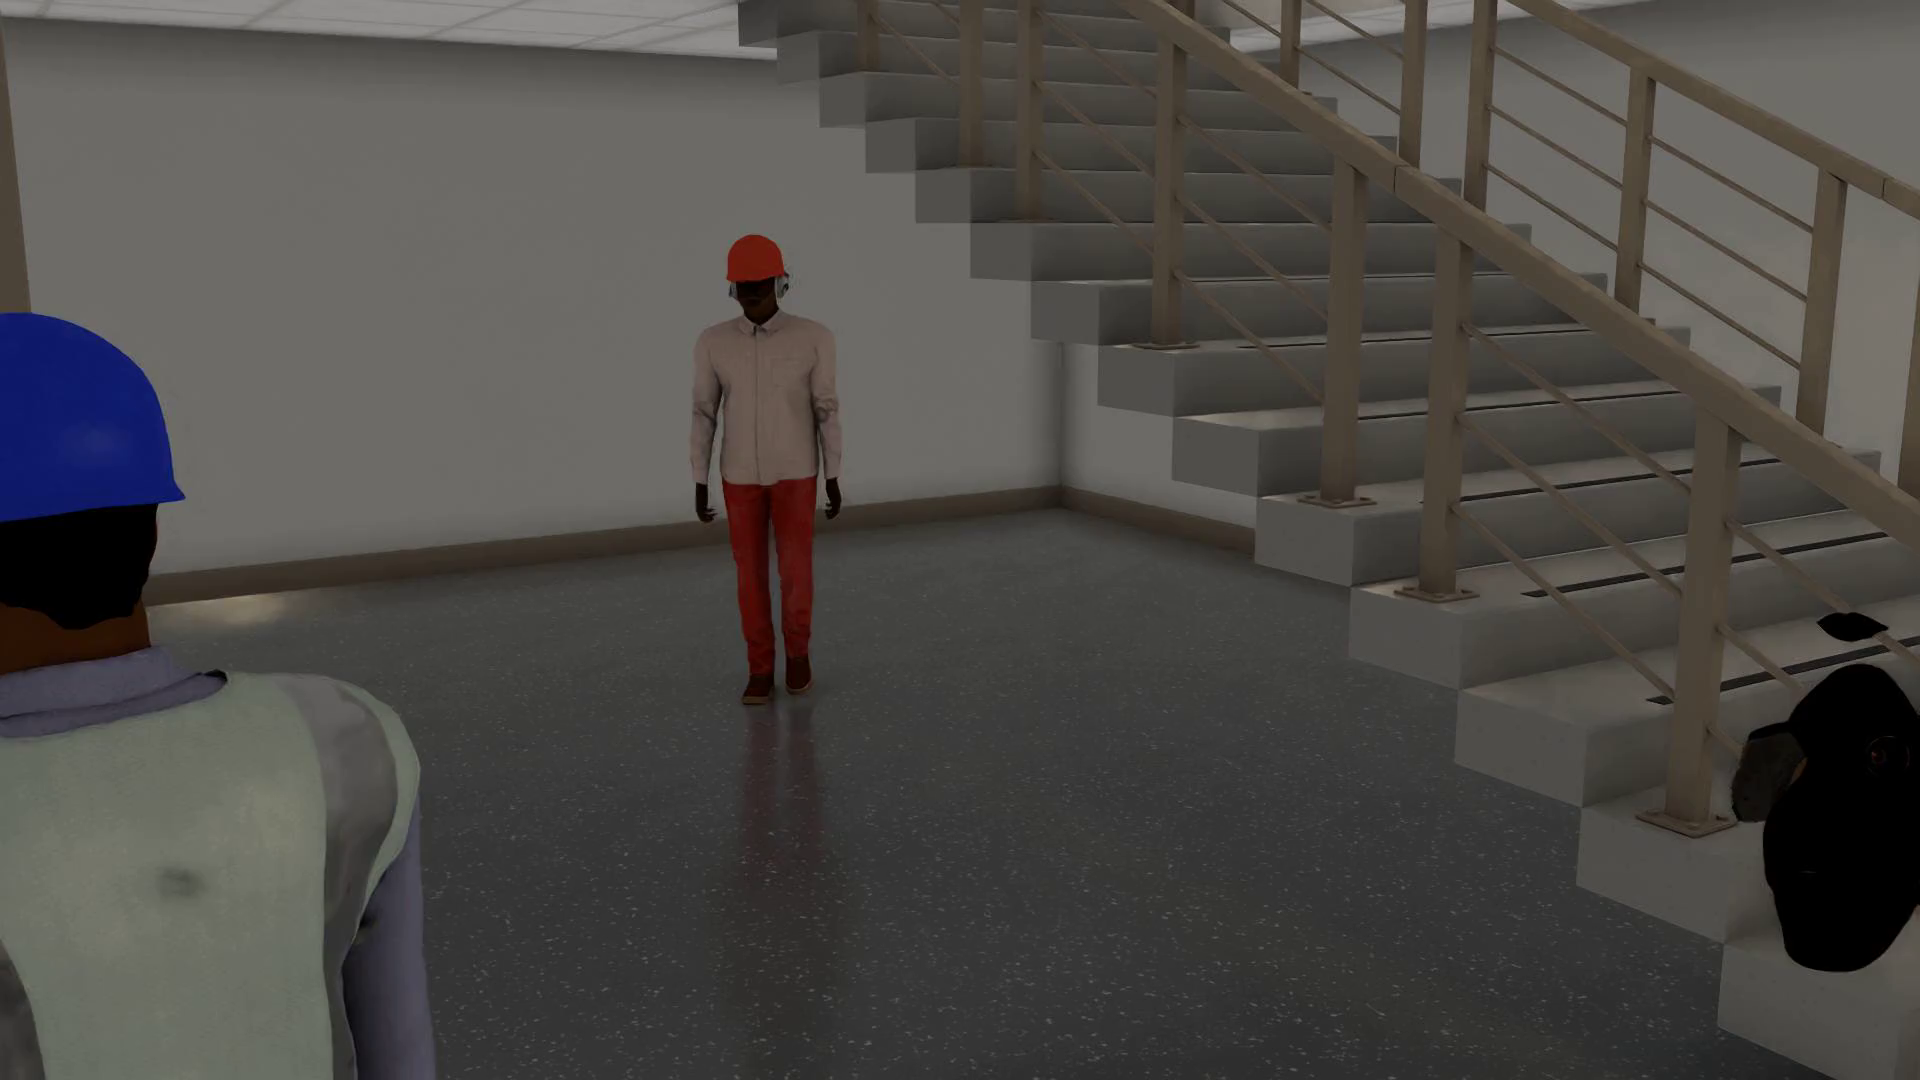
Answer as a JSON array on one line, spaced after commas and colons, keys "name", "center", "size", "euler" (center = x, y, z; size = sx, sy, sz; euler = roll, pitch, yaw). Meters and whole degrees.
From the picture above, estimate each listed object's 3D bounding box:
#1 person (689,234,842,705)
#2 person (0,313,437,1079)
[{"name": "person", "center": [-0.819, -0.275, 6.955], "size": [0.644, 1.973, 0.446], "euler": [1, 11, 5]}, {"name": "person", "center": [-0.763, 0.767, 1.564], "size": [0.409, 1.943, 0.614], "euler": [8, 13, 35]}]
